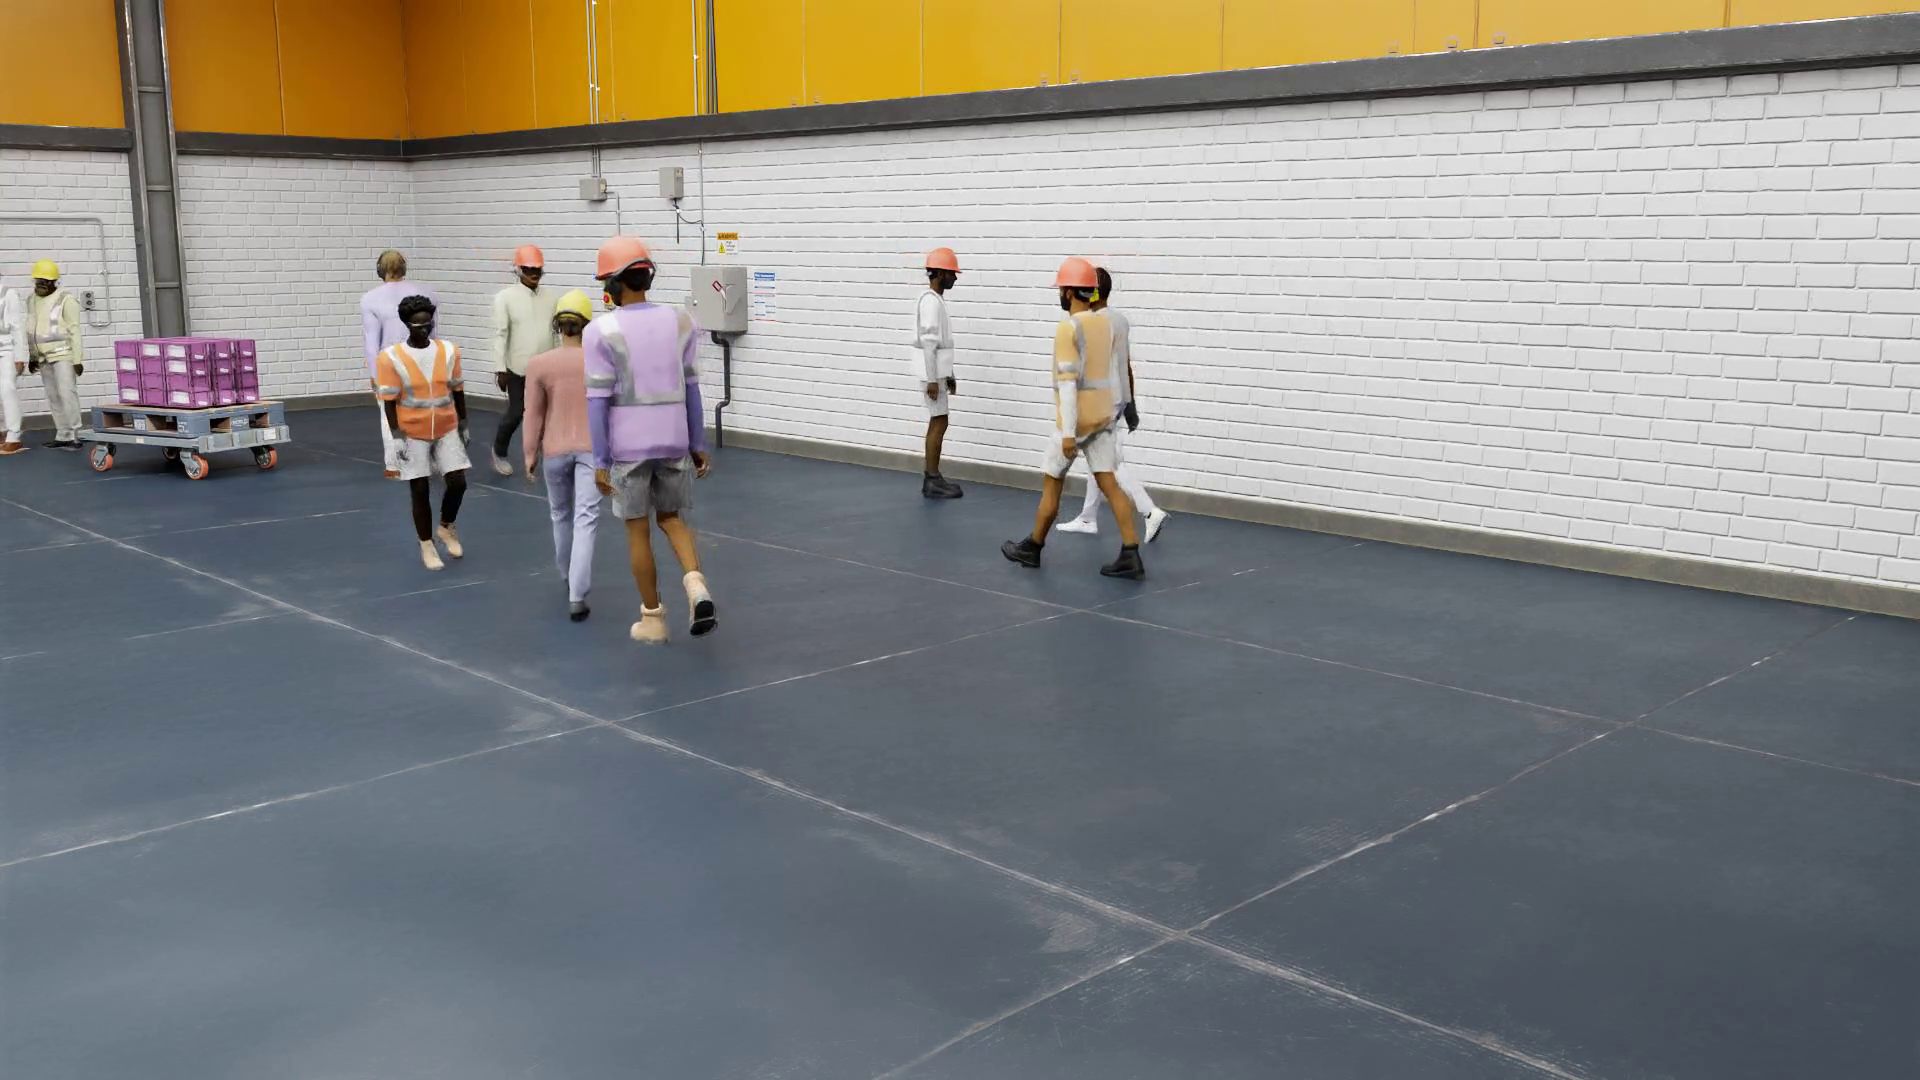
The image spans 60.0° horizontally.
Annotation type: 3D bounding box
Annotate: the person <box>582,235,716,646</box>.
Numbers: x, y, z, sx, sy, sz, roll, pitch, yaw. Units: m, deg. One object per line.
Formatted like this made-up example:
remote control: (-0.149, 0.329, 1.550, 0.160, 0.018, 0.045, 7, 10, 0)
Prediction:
person: (-1.513, -0.457, 8.088, 0.641, 2.021, 0.563, -8, 13, -36)

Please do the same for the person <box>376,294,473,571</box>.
person: (-3.208, -0.637, 9.995, 0.560, 1.673, 0.374, -8, 13, -36)

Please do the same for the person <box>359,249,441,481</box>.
person: (-4.538, -1.406, 13.562, 0.637, 1.920, 0.828, -8, 13, -38)

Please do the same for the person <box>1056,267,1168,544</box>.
person: (1.039, -0.894, 11.043, 0.883, 1.827, 0.581, 8, 13, 37)

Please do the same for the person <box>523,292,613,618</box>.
person: (-2.081, -0.476, 9.030, 0.519, 1.712, 0.937, -1, 10, -5)

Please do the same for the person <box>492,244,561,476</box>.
person: (-3.597, -1.451, 13.705, 0.631, 1.964, 0.928, -10, 14, -42)

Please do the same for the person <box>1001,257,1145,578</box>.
person: (0.713, -0.722, 9.901, 1.003, 1.891, 0.561, 9, 14, 41)

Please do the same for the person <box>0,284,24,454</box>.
person: (-8.897, -1.717, 15.410, 0.596, 1.862, 0.520, 2, 11, 8)

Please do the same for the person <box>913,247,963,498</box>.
person: (-0.166, -1.296, 12.919, 0.385, 1.926, 0.571, 0, 10, 2)

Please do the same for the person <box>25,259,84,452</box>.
person: (-8.493, -1.720, 15.582, 0.641, 1.813, 0.432, 4, 11, 21)
